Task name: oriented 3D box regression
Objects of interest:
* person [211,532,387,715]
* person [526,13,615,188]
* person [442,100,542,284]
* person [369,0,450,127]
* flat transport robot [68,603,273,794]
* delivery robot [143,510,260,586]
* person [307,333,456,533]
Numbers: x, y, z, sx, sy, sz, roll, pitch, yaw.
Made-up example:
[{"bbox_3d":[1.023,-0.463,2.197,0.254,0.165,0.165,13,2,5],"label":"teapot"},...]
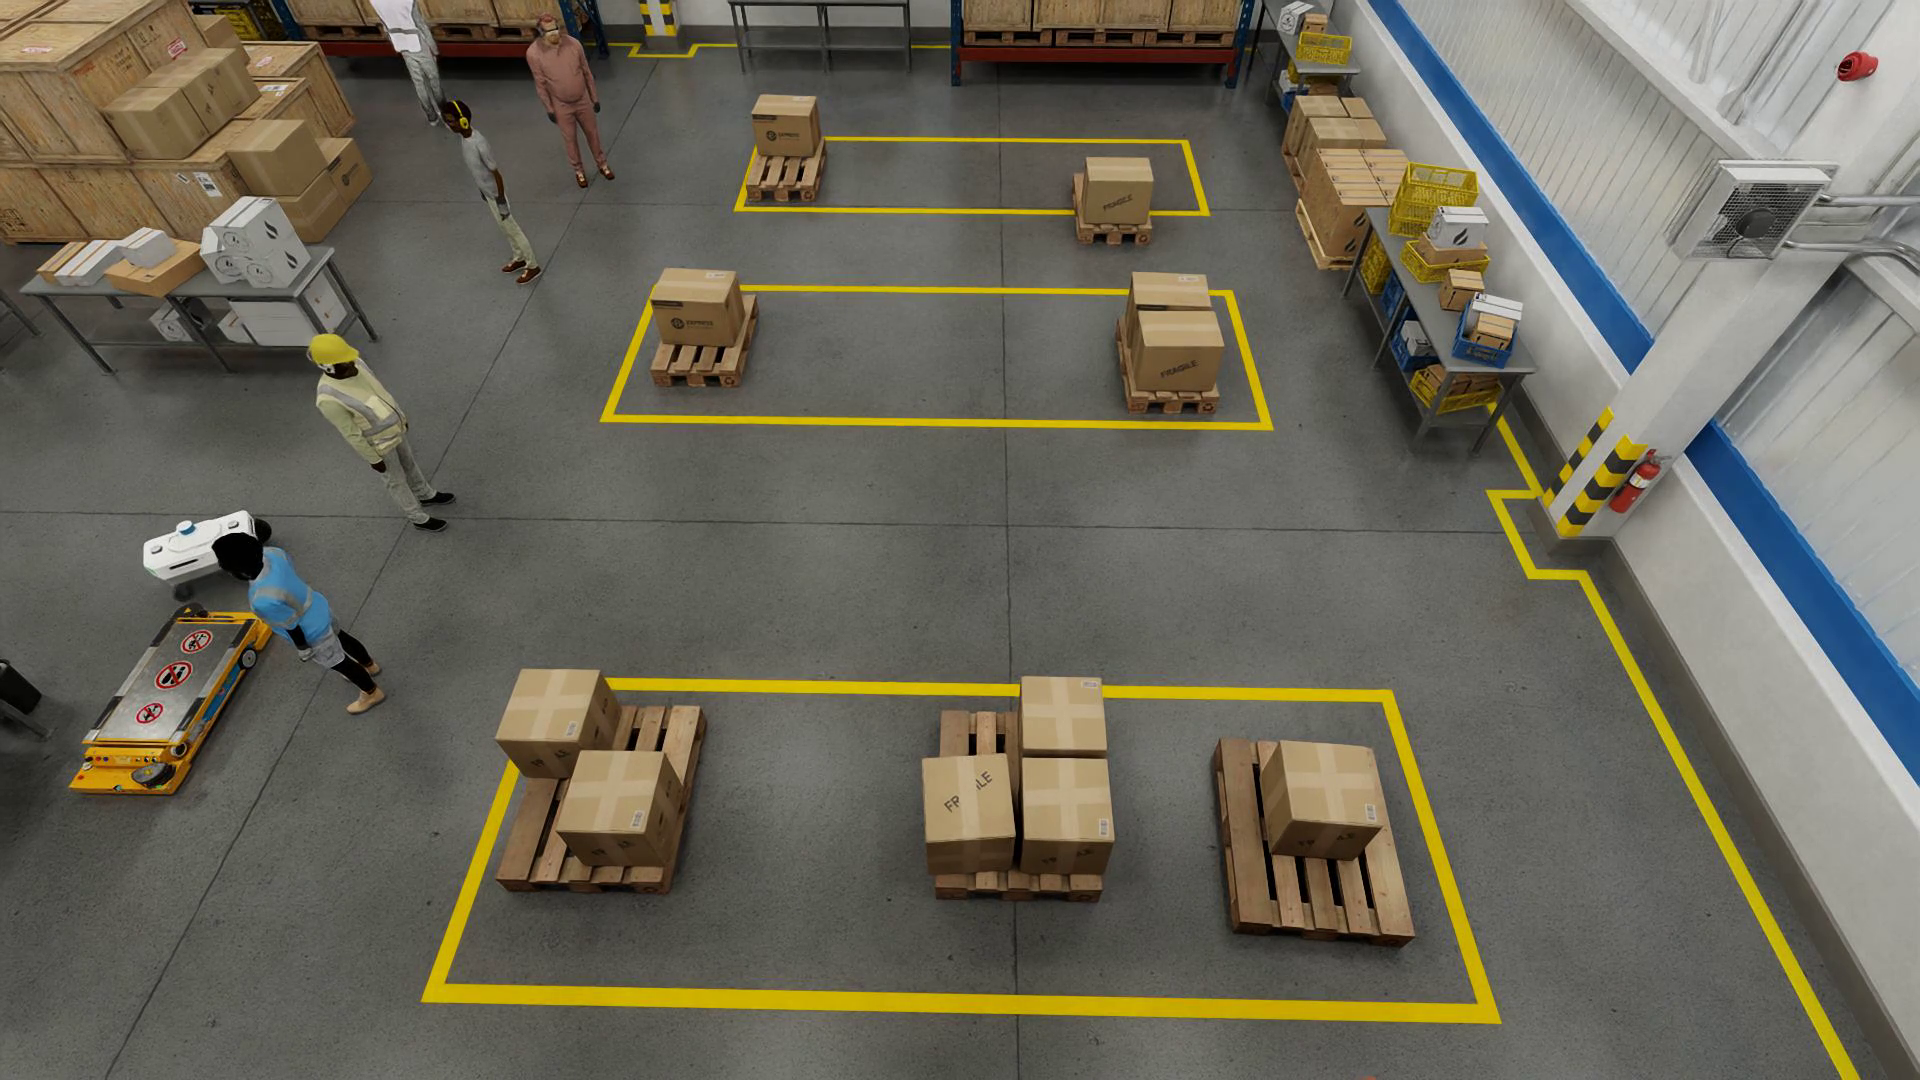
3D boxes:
[{"bbox_3d":[-4.260,0.538,5.964,0.318,1.699,0.535,-21,53,-17],"label":"person"},{"bbox_3d":[-4.478,-5.049,10.566,0.647,1.899,0.396,-27,55,-21],"label":"person"},{"bbox_3d":[-4.732,-3.490,9.261,0.328,1.873,0.520,-36,58,-26],"label":"person"},{"bbox_3d":[-6.861,-6.183,11.519,0.593,1.909,0.407,5,50,4],"label":"person"},{"bbox_3d":[-5.504,1.072,6.442,0.652,0.197,1.431,1,50,1],"label":"flat transport robot"},{"bbox_3d":[-5.833,0.046,7.066,0.707,0.478,0.477,-23,53,-18],"label":"delivery robot"},{"bbox_3d":[-4.426,-0.809,7.019,0.404,1.831,0.588,-5,50,-4],"label":"person"}]
